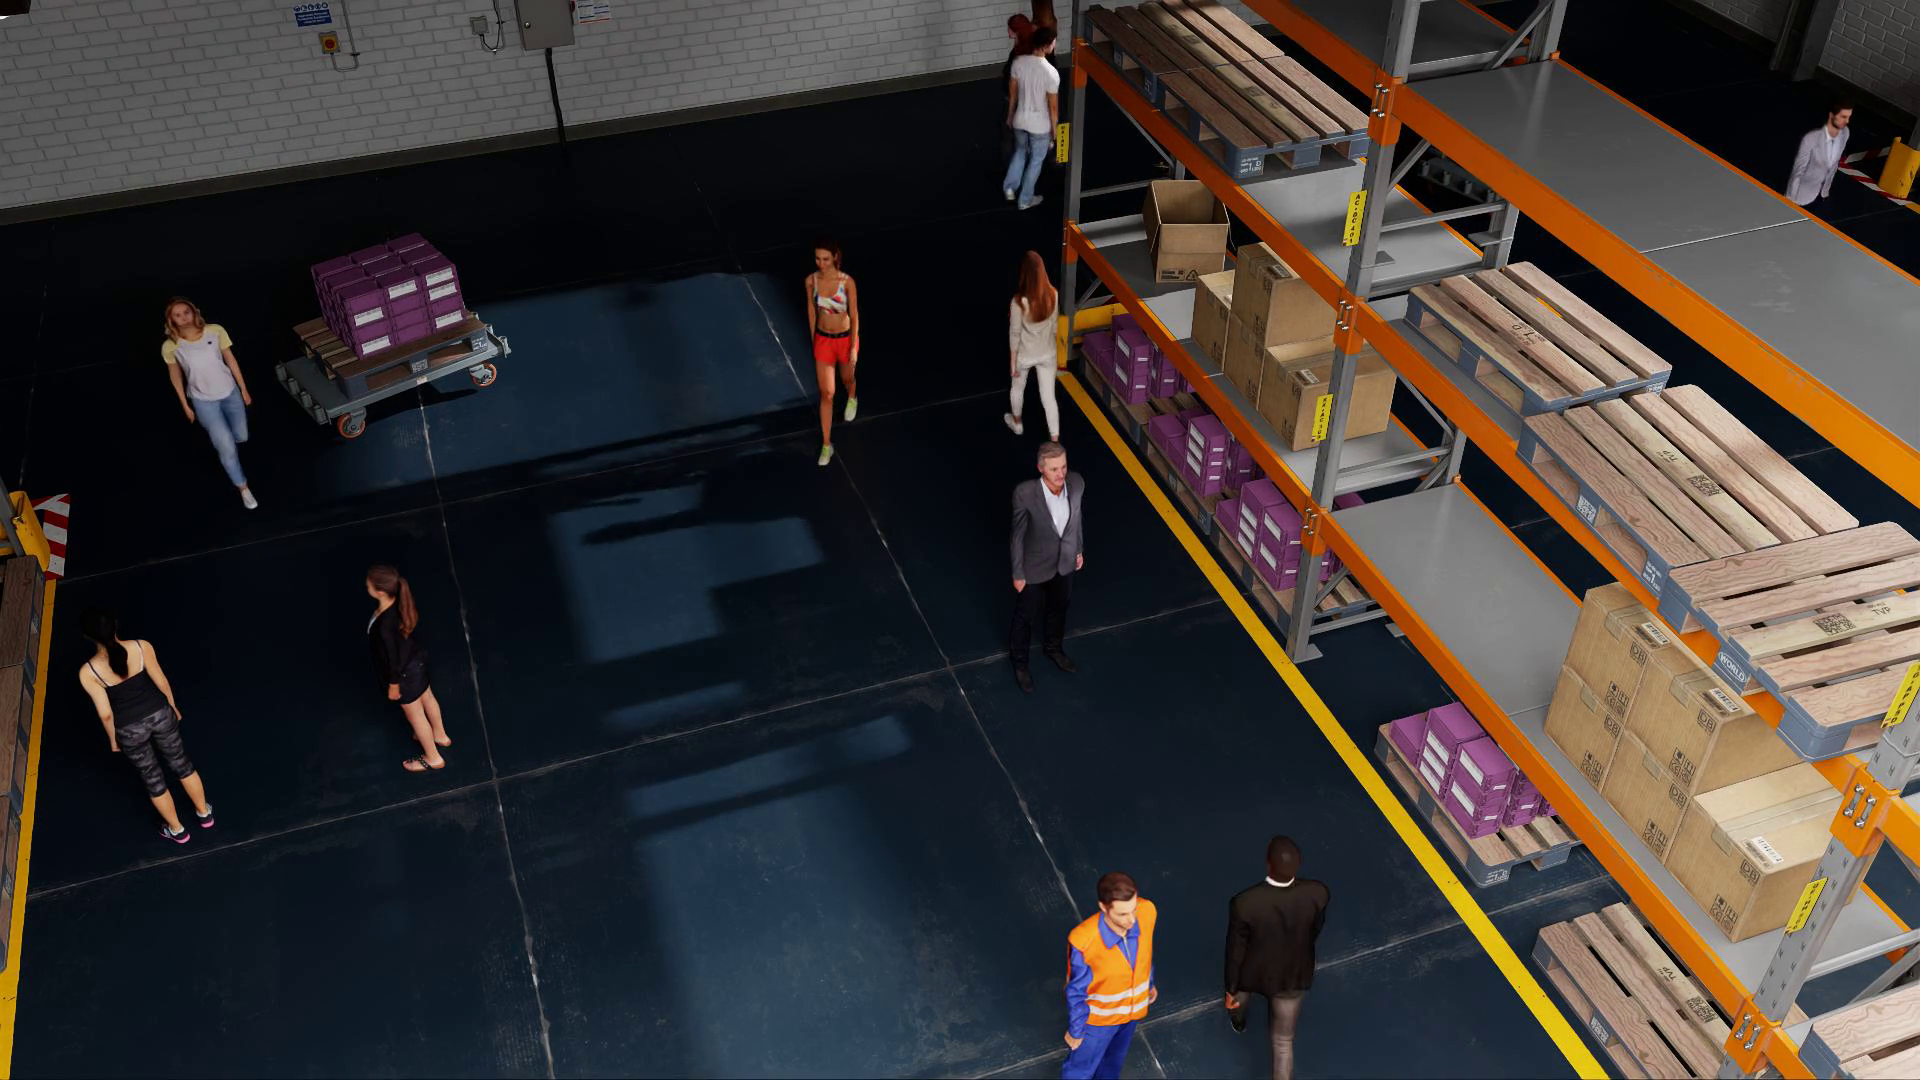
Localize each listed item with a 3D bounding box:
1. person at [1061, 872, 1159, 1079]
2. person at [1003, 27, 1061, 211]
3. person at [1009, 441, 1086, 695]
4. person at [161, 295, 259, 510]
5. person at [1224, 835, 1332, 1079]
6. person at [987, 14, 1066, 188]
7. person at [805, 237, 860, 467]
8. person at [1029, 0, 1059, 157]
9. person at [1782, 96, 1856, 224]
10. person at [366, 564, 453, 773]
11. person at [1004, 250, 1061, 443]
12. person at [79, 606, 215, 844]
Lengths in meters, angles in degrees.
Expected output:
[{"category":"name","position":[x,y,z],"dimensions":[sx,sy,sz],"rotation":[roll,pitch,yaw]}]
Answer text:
[{"category":"person","position":[0.708,2.212,7.935],"dimensions":[0.771,1.863,0.720],"rotation":[-26,45,-29]},{"category":"person","position":[0.652,-3.894,15.607],"dimensions":[0.849,1.831,0.930],"rotation":[21,43,24]},{"category":"person","position":[0.550,0.128,10.562],"dimensions":[0.755,1.842,0.664],"rotation":[-19,43,-23]},{"category":"person","position":[-5.473,-1.064,12.163],"dimensions":[0.848,1.706,1.059],"rotation":[-28,46,-30]},{"category":"person","position":[1.537,2.178,8.067],"dimensions":[0.947,1.752,1.303],"rotation":[0,39,0]},{"category":"person","position":[0.664,-4.167,16.014],"dimensions":[1.165,1.749,1.064],"rotation":[20,43,23]},{"category":"person","position":[-0.917,-1.535,12.720],"dimensions":[0.934,1.747,1.215],"rotation":[5,39,6]},{"category":"person","position":[0.813,-4.712,16.717],"dimensions":[0.683,1.722,0.678],"rotation":[28,47,31]},{"category":"person","position":[7.346,-3.059,14.557],"dimensions":[0.709,1.836,0.628],"rotation":[-10,40,-12]},{"category":"person","position":[-3.336,0.749,10.014],"dimensions":[0.682,1.555,0.593],"rotation":[2,39,2]},{"category":"person","position":[0.607,-1.354,12.537],"dimensions":[0.594,1.692,1.073],"rotation":[-11,40,-13]},{"category":"person","position":[-4.654,1.057,9.491],"dimensions":[0.653,1.726,0.669],"rotation":[-32,48,-33]}]
